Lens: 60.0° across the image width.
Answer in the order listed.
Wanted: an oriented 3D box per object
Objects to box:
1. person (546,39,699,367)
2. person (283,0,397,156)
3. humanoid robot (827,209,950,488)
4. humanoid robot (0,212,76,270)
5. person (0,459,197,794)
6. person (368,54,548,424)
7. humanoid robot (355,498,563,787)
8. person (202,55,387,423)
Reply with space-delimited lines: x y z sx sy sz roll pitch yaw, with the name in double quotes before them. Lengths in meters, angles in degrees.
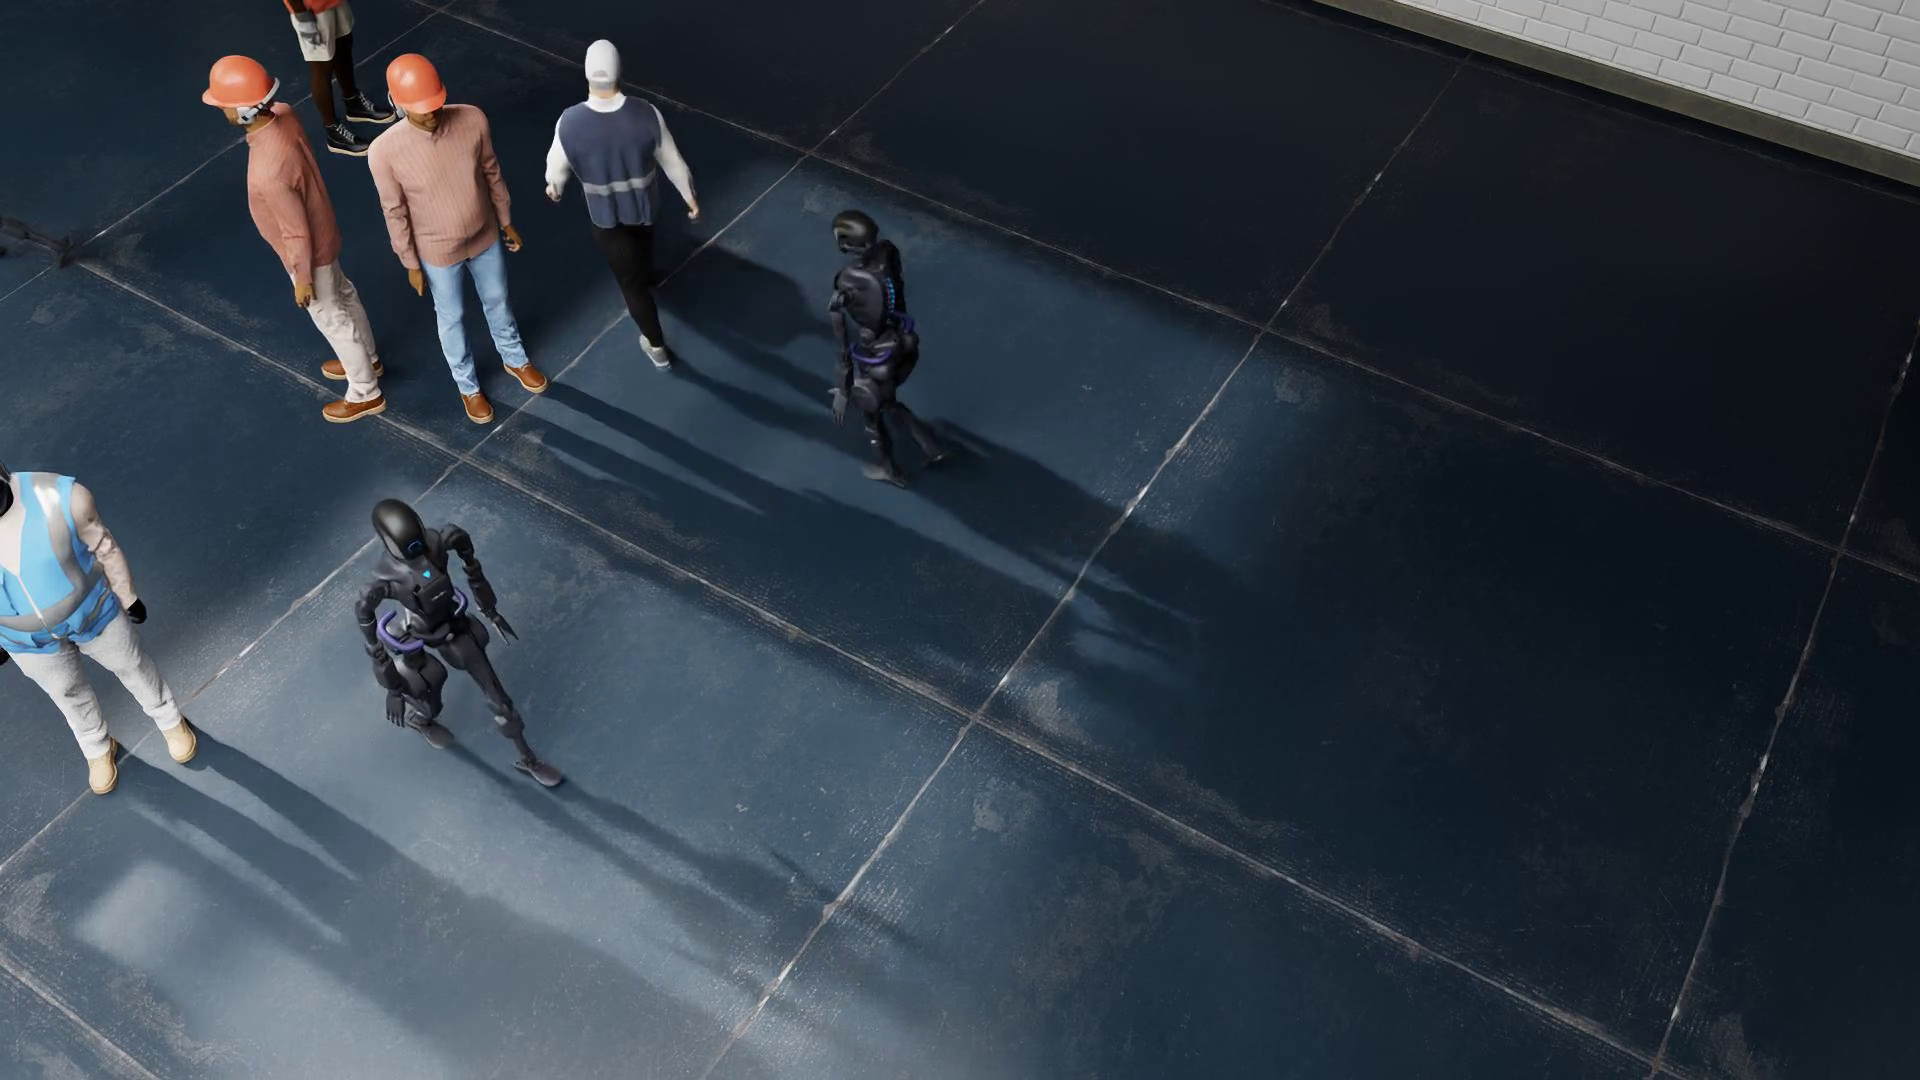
"person" -1.707 -1.754 8.390 0.685 1.704 0.912 -19 52 -16
"person" -3.630 -3.106 9.414 0.381 1.957 0.600 6 49 5
"humanoid robot" -0.333 -0.806 7.594 0.432 1.643 0.598 22 52 18
"humanoid robot" -5.280 -2.108 8.762 0.716 1.657 0.614 -7 49 -6
"person" -3.525 0.306 6.502 0.630 1.846 0.429 -21 52 -17
"person" -2.389 -1.432 7.923 0.615 1.994 0.378 -34 57 -26
"humanoid robot" -2.064 0.407 6.555 0.780 1.629 0.609 30 55 24
"person" -3.131 -1.413 7.906 0.392 1.992 0.620 -10 50 -8
